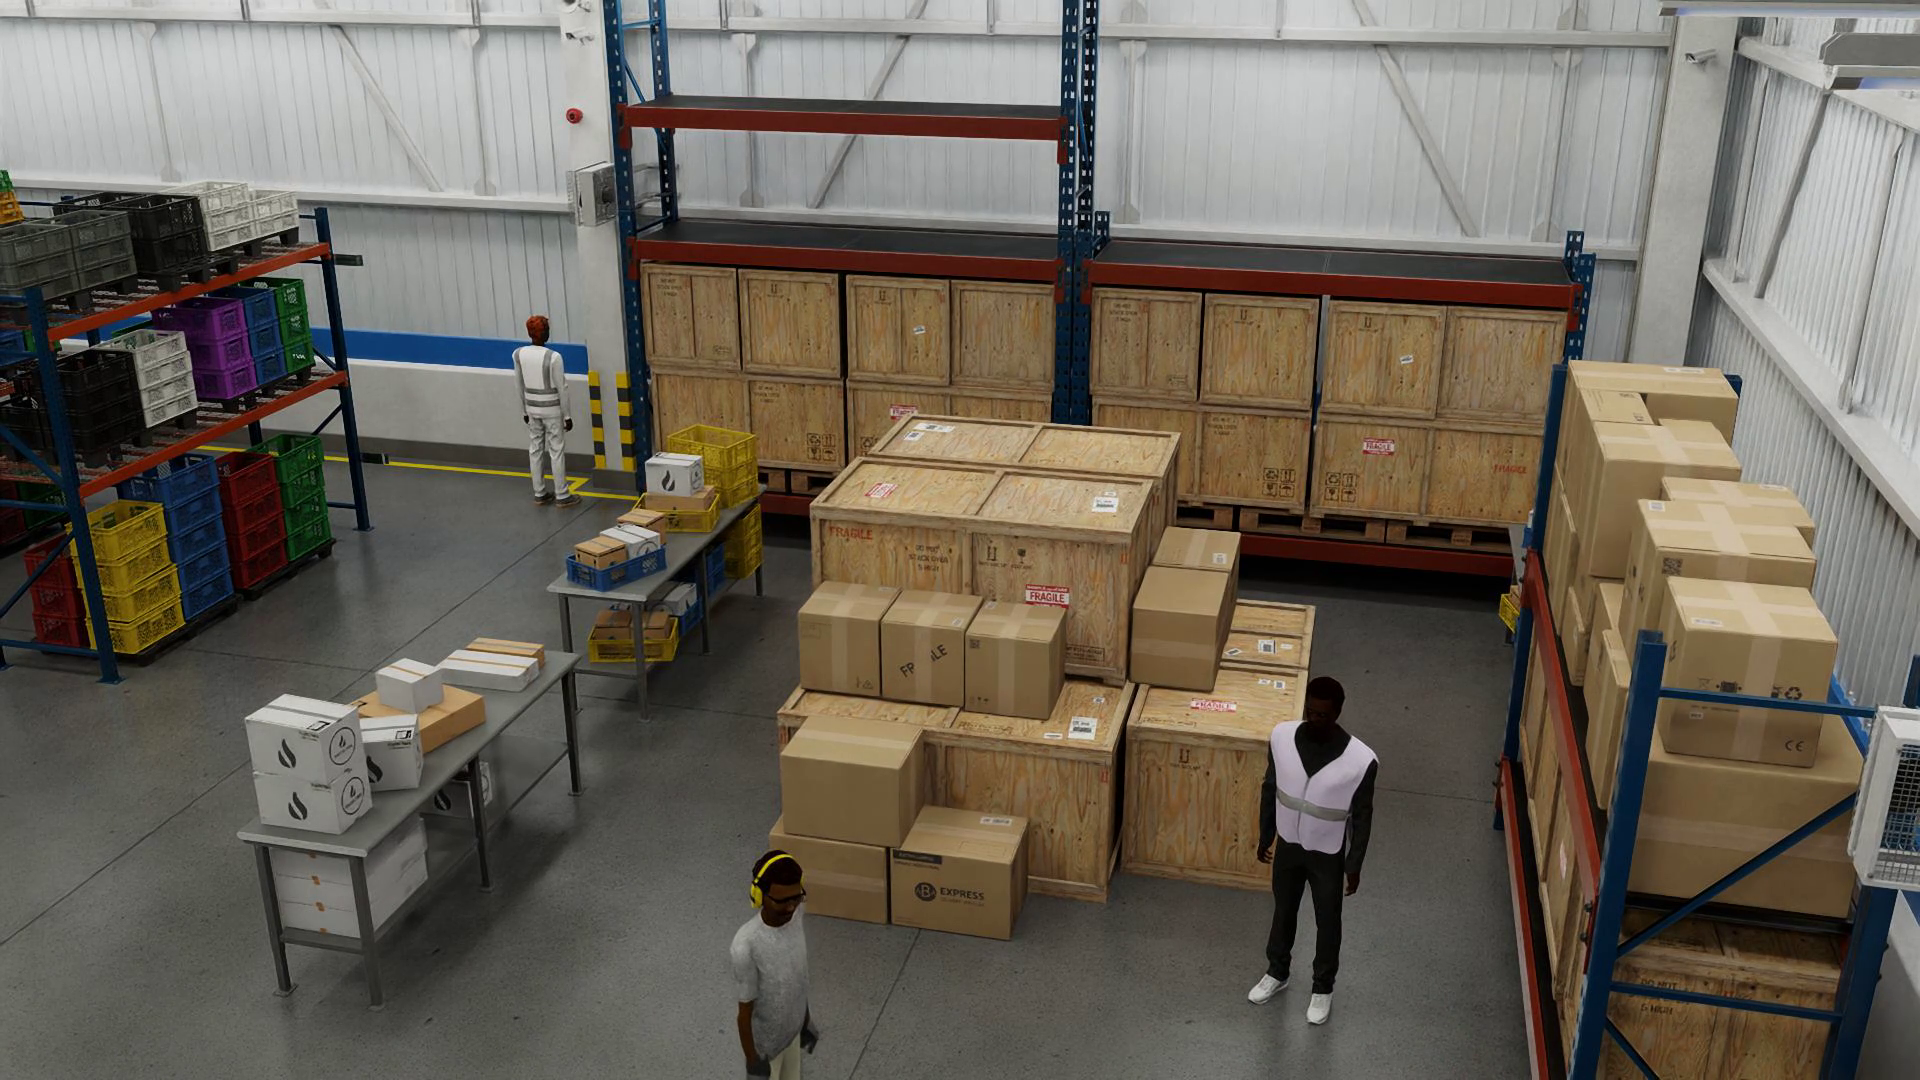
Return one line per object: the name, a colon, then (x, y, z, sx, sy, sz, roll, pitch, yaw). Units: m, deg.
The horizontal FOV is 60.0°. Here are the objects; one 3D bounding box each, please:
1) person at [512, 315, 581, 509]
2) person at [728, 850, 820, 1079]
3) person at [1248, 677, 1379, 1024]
person: (-3.977, -1.229, 15.982, 0.574, 1.883, 0.355, 8, 22, 21)
person: (-0.771, 2.159, 7.150, 0.333, 1.862, 0.520, 10, 23, 24)
person: (1.821, 1.573, 8.597, 0.590, 1.922, 0.391, 13, 25, 31)
